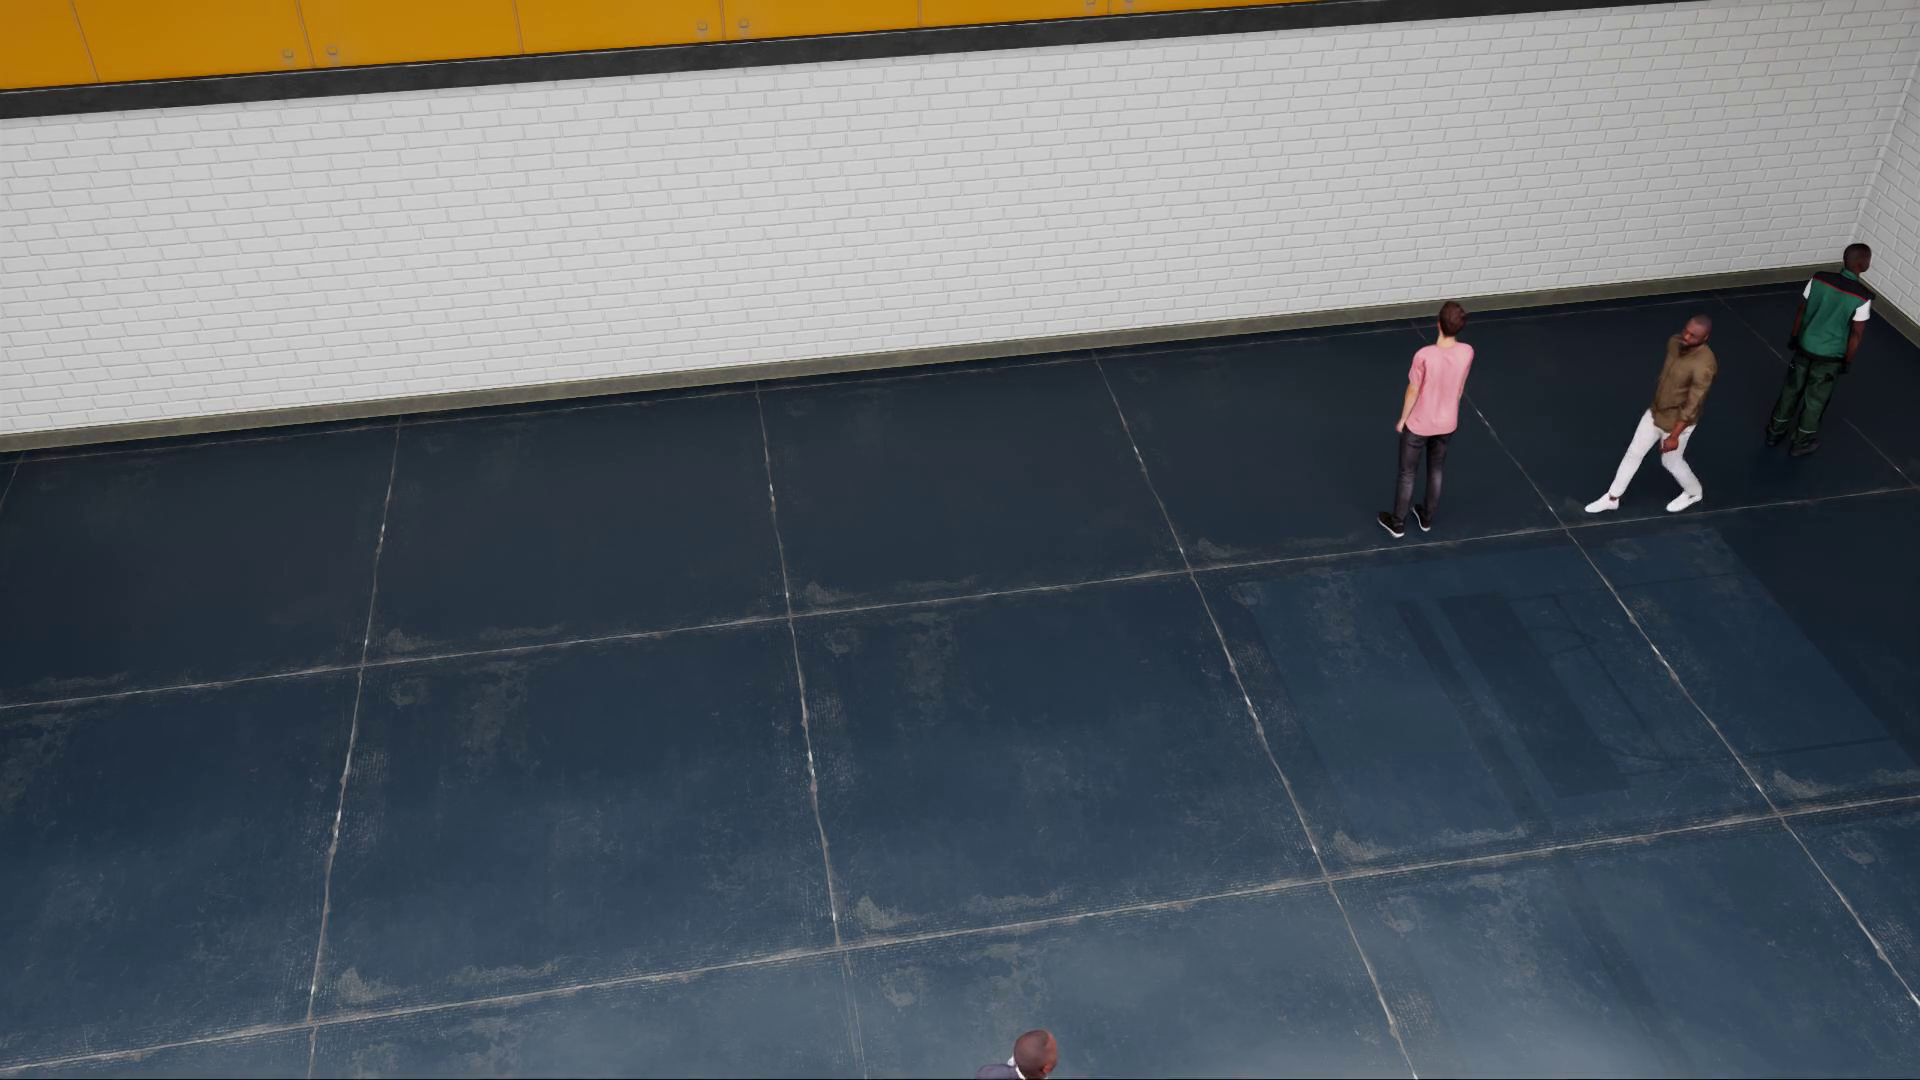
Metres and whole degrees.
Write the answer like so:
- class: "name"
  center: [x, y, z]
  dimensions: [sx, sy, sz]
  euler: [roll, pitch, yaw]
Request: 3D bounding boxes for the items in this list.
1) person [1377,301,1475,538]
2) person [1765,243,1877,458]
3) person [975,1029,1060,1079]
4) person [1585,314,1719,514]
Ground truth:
- class: "person"
  center: [3.469, -0.876, 12.265]
  dimensions: [0.630, 1.958, 0.565]
  euler: [-10, 40, -12]
- class: "person"
  center: [6.810, -1.505, 13.150]
  dimensions: [0.833, 1.837, 0.698]
  euler: [-25, 45, -28]
- class: "person"
  center: [0.311, 2.869, 7.684]
  dimensions: [0.778, 1.824, 0.827]
  euler: [22, 43, 25]
- class: "person"
  center: [5.396, -0.902, 12.431]
  dimensions: [0.793, 1.793, 1.053]
  euler: [-6, 39, -7]
